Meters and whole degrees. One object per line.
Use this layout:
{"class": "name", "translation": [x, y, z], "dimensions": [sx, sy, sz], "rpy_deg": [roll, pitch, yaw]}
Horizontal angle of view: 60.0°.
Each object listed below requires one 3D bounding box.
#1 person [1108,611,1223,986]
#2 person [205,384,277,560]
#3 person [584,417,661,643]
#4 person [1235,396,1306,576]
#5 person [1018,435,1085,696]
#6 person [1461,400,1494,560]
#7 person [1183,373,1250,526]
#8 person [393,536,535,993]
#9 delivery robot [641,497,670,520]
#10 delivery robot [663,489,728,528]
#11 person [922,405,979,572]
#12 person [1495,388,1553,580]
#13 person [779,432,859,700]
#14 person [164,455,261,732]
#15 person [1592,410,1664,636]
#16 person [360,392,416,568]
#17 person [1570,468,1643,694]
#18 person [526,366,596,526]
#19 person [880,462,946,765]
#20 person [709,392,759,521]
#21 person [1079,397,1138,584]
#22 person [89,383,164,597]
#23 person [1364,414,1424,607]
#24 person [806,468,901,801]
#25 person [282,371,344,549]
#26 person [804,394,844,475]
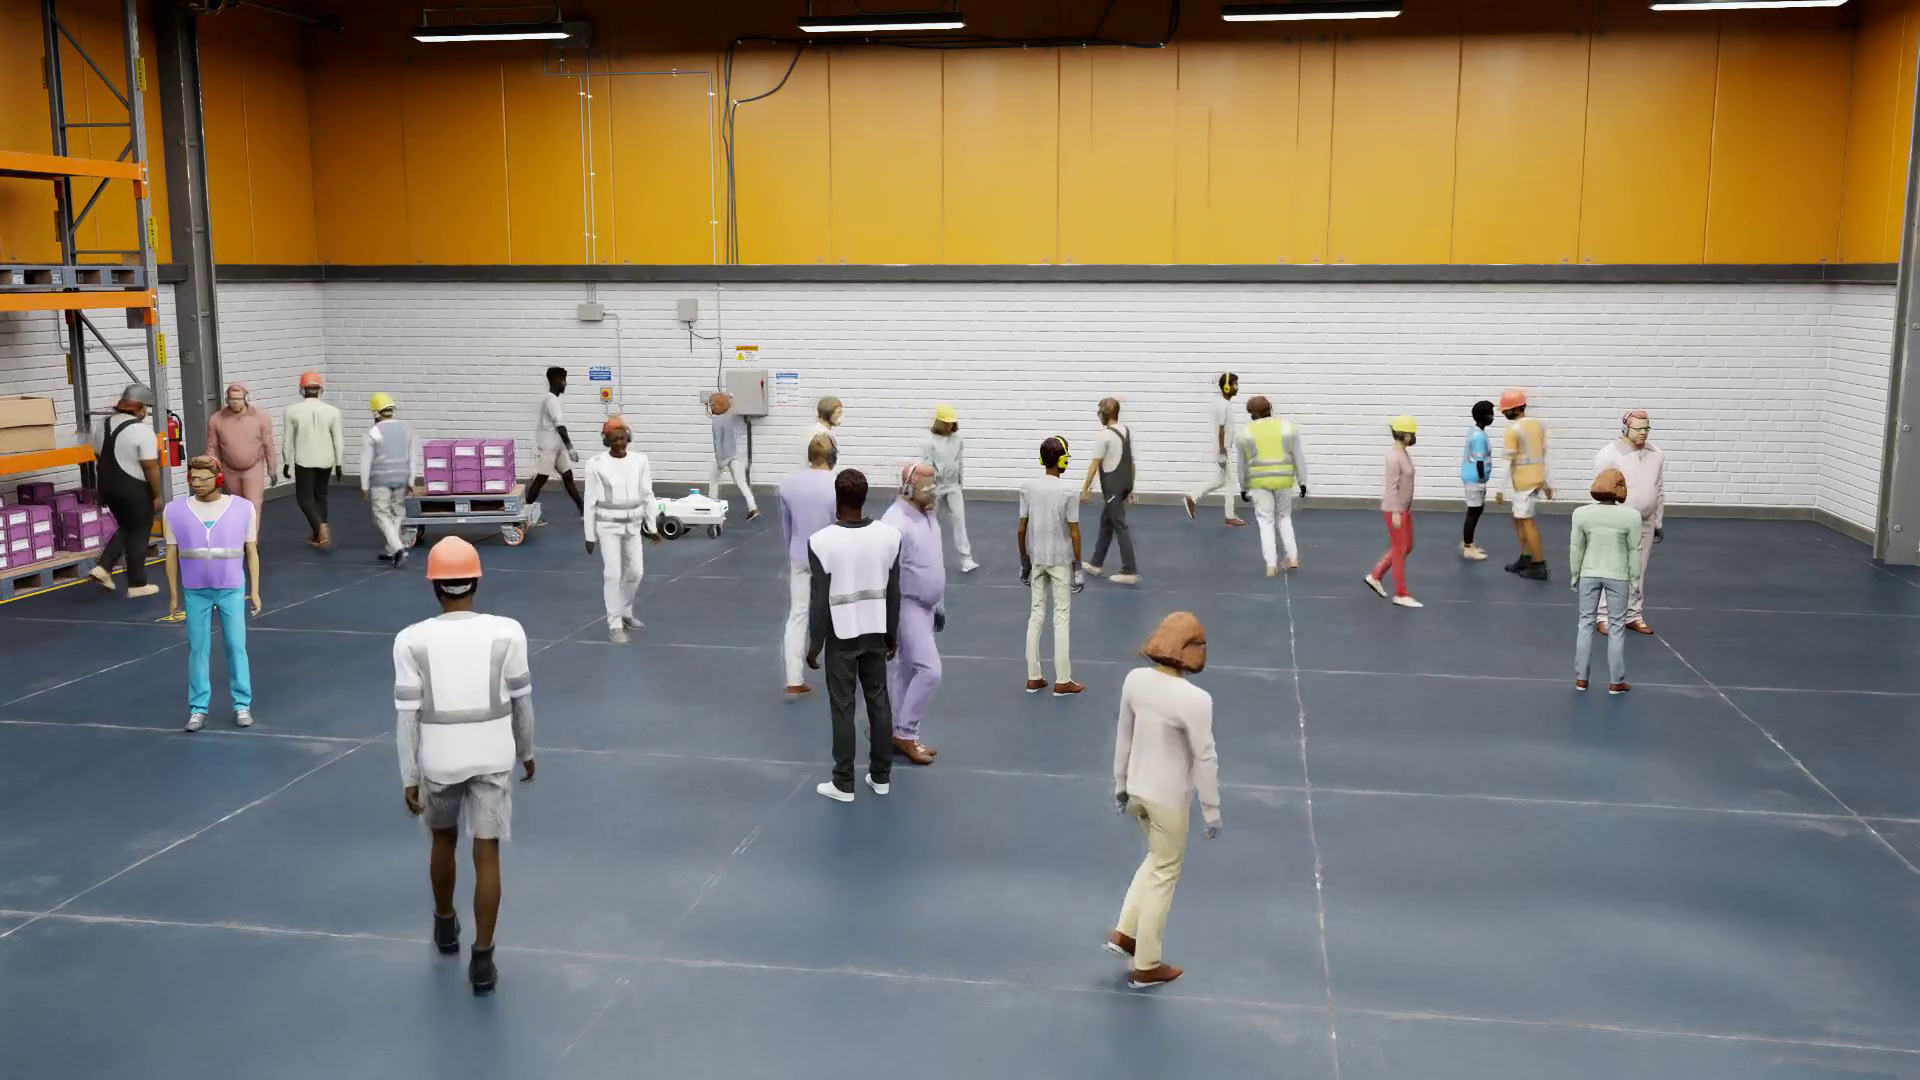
{"class": "person", "translation": [0.873, 1.099, 7.048], "dimensions": [0.363, 1.615, 0.527], "rpy_deg": [-6, 11, -31]}
{"class": "person", "translation": [-7.634, -0.721, 17.629], "dimensions": [0.682, 1.846, 1.019], "rpy_deg": [-2, 9, -12]}
{"class": "person", "translation": [-2.858, -0.089, 13.734], "dimensions": [0.632, 1.850, 0.614], "rpy_deg": [-8, 12, -41]}
{"class": "person", "translation": [3.104, -0.543, 16.708], "dimensions": [0.713, 1.800, 0.463], "rpy_deg": [0, 9, 3]}
{"class": "person", "translation": [0.658, 0.183, 11.964], "dimensions": [0.523, 1.870, 0.317], "rpy_deg": [6, 11, 33]}
{"class": "person", "translation": [5.454, -0.631, 17.560], "dimensions": [0.325, 1.688, 0.549], "rpy_deg": [2, 9, 14]}
{"class": "person", "translation": [3.091, -1.085, 19.922], "dimensions": [0.740, 1.848, 0.523], "rpy_deg": [2, 9, 10]}
{"class": "person", "translation": [-2.138, 0.926, 7.228], "dimensions": [0.561, 1.901, 0.858], "rpy_deg": [-2, 9, -14]}
{"class": "delivery robot", "translation": [-3.718, -0.376, 19.205], "dimensions": [0.707, 0.478, 0.477], "rpy_deg": [2, 9, 13]}
{"class": "delivery robot", "translation": [-3.016, -0.341, 18.994], "dimensions": [0.707, 0.478, 0.477], "rpy_deg": [1, 9, 6]}
{"class": "person", "translation": [-0.138, -0.509, 16.787], "dimensions": [0.504, 1.694, 0.879], "rpy_deg": [-5, 10, -27]}
{"class": "person", "translation": [5.588, -0.553, 16.450], "dimensions": [0.559, 1.888, 0.650], "rpy_deg": [-8, 12, -41]}
{"class": "person", "translation": [-0.994, 0.166, 12.007], "dimensions": [0.648, 1.885, 1.014], "rpy_deg": [4, 10, 24]}
{"class": "person", "translation": [-4.951, 0.342, 11.059], "dimensions": [0.565, 1.841, 0.384], "rpy_deg": [-3, 10, -19]}
{"class": "person", "translation": [5.588, -0.140, 13.885], "dimensions": [0.636, 1.900, 0.403], "rpy_deg": [-3, 10, -15]}
{"class": "person", "translation": [-5.864, -0.612, 17.082], "dimensions": [0.708, 1.814, 0.605], "rpy_deg": [8, 12, 40]}
{"class": "person", "translation": [4.657, 0.293, 12.011], "dimensions": [0.498, 1.633, 0.278], "rpy_deg": [6, 11, 34]}
{"class": "person", "translation": [-4.810, -1.122, 19.943], "dimensions": [1.057, 1.895, 0.631], "rpy_deg": [-3, 10, -16]}
{"class": "person", "translation": [-0.247, 0.448, 10.282], "dimensions": [0.518, 1.875, 0.670], "rpy_deg": [3, 10, 18]}
{"class": "person", "translation": [-2.826, -1.011, 20.242], "dimensions": [0.864, 1.588, 0.518], "rpy_deg": [5, 10, 28]}
{"class": "person", "translation": [1.419, -0.488, 16.313], "dimensions": [0.885, 1.800, 0.545], "rpy_deg": [7, 12, 38]}
{"class": "person", "translation": [-7.717, -0.474, 15.508], "dimensions": [0.726, 2.000, 0.576], "rpy_deg": [5, 10, 27]}
{"class": "person", "translation": [3.993, -0.275, 15.160], "dimensions": [0.507, 1.763, 0.543], "rpy_deg": [5, 11, 29]}
{"class": "person", "translation": [-0.606, 0.547, 9.556], "dimensions": [0.589, 1.919, 0.393], "rpy_deg": [-6, 11, -32]}
{"class": "person", "translation": [-7.041, -0.862, 18.159], "dimensions": [0.624, 1.964, 0.829], "rpy_deg": [-7, 12, -38]}
{"class": "person", "translation": [-1.231, -0.377, 15.270], "dimensions": [0.434, 1.920, 0.654], "rpy_deg": [-1, 9, -8]}
